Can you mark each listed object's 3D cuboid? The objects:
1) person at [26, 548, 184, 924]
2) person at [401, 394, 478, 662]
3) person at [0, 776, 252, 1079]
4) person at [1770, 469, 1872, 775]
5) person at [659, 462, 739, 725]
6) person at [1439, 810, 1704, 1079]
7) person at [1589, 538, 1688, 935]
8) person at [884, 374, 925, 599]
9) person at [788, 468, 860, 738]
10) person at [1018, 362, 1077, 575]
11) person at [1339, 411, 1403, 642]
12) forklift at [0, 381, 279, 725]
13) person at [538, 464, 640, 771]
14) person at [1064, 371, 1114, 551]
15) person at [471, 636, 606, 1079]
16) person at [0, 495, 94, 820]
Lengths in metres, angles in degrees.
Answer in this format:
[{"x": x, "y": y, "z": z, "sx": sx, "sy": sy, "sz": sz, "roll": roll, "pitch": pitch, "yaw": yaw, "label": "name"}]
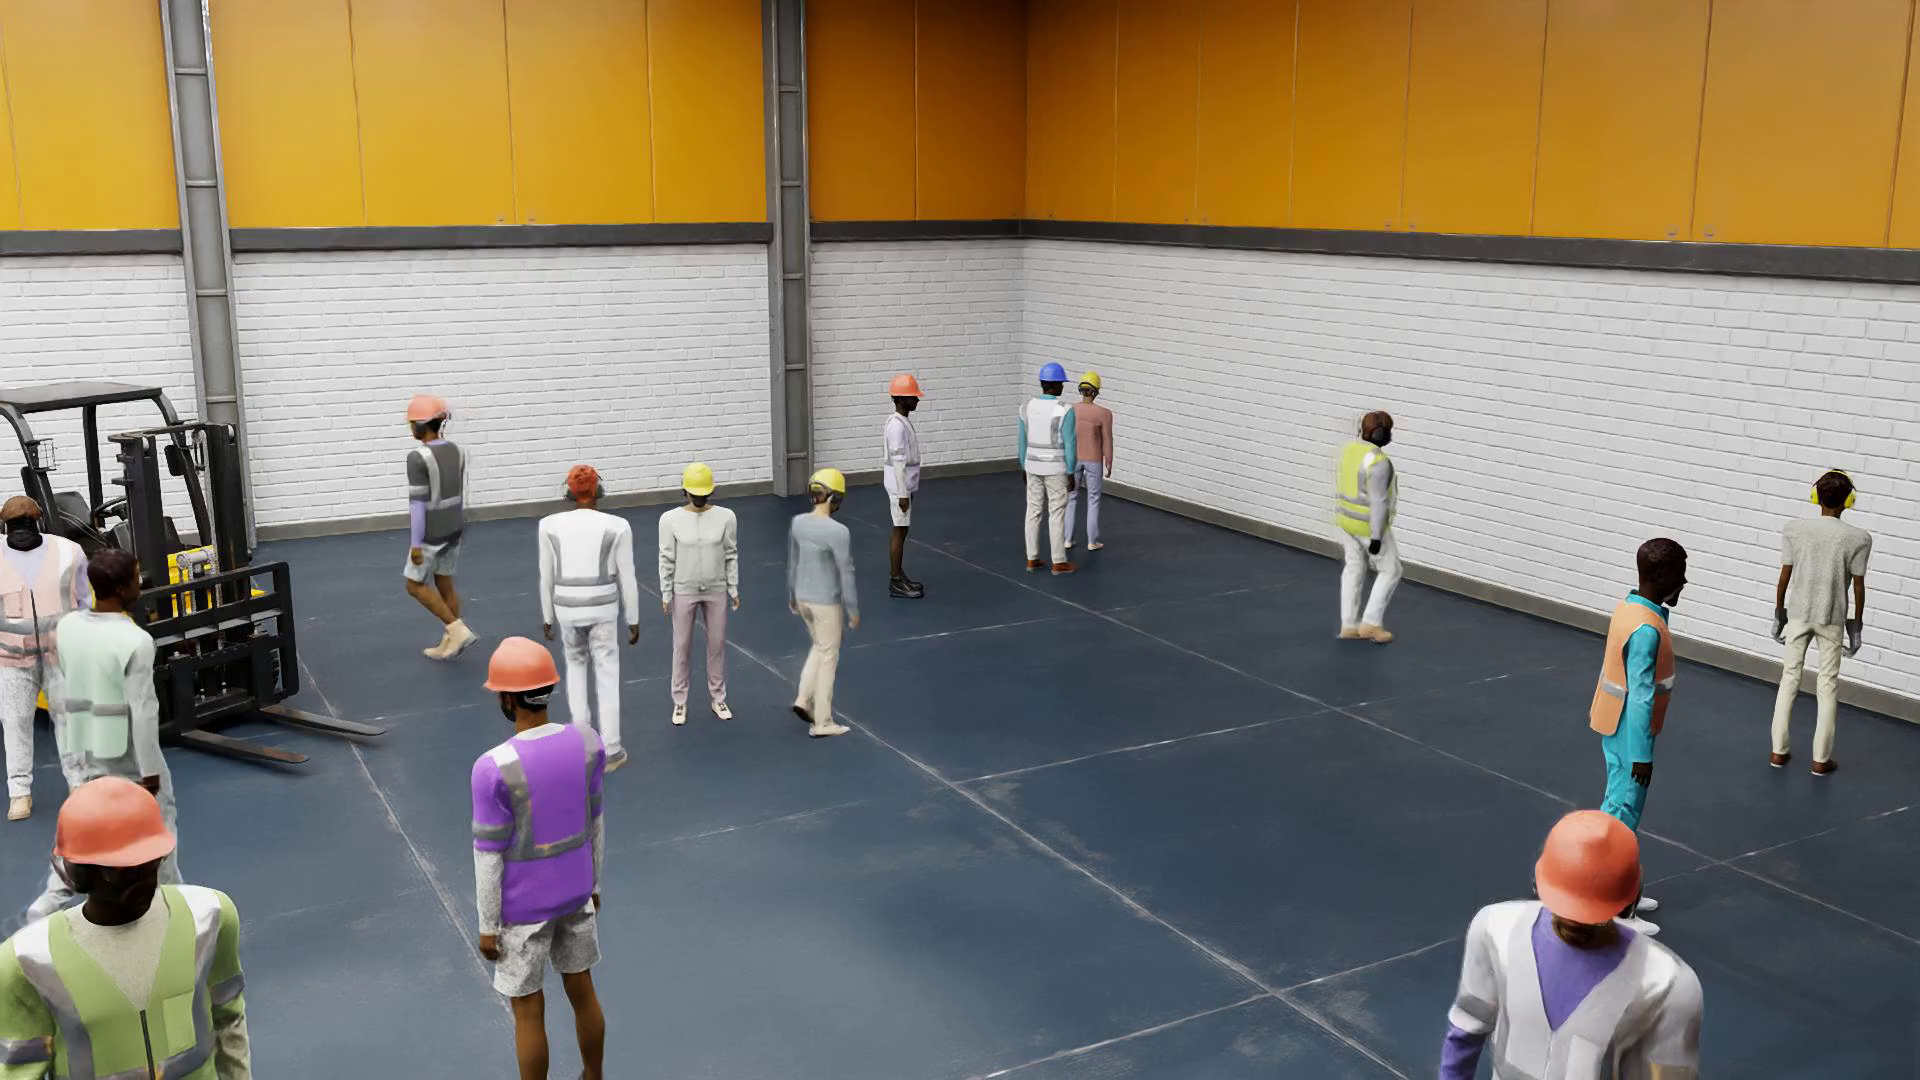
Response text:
[{"x": -3.968, "y": 0.978, "z": 7.736, "sx": 0.600, "sy": 1.892, "sz": 0.779, "roll": 5, "pitch": 13, "yaw": 23, "label": "person"}, {"x": -3.854, "y": -0.063, "z": 12.292, "sx": 0.492, "sy": 2.025, "sz": 0.621, "roll": 4, "pitch": 13, "yaw": 18, "label": "person"}, {"x": -2.169, "y": 1.606, "z": 4.427, "sx": 0.615, "sy": 2.042, "sz": 0.375, "roll": -11, "pitch": 16, "yaw": -41, "label": "person"}, {"x": 5.196, "y": 0.496, "z": 10.082, "sx": 0.502, "sy": 1.859, "sz": 0.327, "roll": 8, "pitch": 15, "yaw": 34, "label": "person"}, {"x": -1.711, "y": 0.351, "z": 10.983, "sx": 0.528, "sy": 1.759, "sz": 0.338, "roll": -4, "pitch": 13, "yaw": -18, "label": "person"}, {"x": 1.551, "y": 1.634, "z": 4.398, "sx": 0.673, "sy": 1.993, "sz": 0.737, "roll": 11, "pitch": 16, "yaw": 42, "label": "person"}, {"x": 3.214, "y": 0.923, "z": 7.953, "sx": 0.397, "sy": 1.911, "sz": 0.587, "roll": 4, "pitch": 13, "yaw": 18, "label": "person"}, {"x": -0.481, "y": -0.467, "z": 14.394, "sx": 0.354, "sy": 1.939, "sz": 0.544, "roll": 0, "pitch": 12, "yaw": -1, "label": "person"}, {"x": -0.891, "y": 0.404, "z": 10.792, "sx": 0.625, "sy": 1.734, "sz": 0.435, "roll": 11, "pitch": 17, "yaw": 43, "label": "person"}, {"x": 0.811, "y": -0.652, "z": 15.246, "sx": 0.606, "sy": 1.944, "sz": 0.403, "roll": 9, "pitch": 15, "yaw": 36, "label": "person"}, {"x": 3.210, "y": -0.101, "z": 12.961, "sx": 0.506, "sy": 1.827, "sz": 0.628, "roll": -4, "pitch": 13, "yaw": -16, "label": "person"}, {"x": -5.853, "y": 0.085, "z": 11.199, "sx": 2.313, "sy": 2.155, "sz": 1.214, "roll": 7, "pitch": 14, "yaw": 28, "label": "forklift"}, {"x": -2.273, "y": 0.461, "z": 10.238, "sx": 0.603, "sy": 1.854, "sz": 0.631, "roll": 0, "pitch": 12, "yaw": -1, "label": "person"}, {"x": 1.239, "y": -0.766, "z": 16.237, "sx": 0.532, "sy": 1.756, "sz": 0.338, "roll": 4, "pitch": 13, "yaw": 18, "label": "person"}, {"x": -1.557, "y": 1.299, "z": 6.141, "sx": 0.388, "sy": 1.930, "sz": 0.544, "roll": 10, "pitch": 16, "yaw": 40, "label": "person"}, {"x": -5.209, "y": 0.651, "z": 9.388, "sx": 0.634, "sy": 1.839, "sz": 0.429, "roll": -7, "pitch": 14, "yaw": -31, "label": "person"}]
